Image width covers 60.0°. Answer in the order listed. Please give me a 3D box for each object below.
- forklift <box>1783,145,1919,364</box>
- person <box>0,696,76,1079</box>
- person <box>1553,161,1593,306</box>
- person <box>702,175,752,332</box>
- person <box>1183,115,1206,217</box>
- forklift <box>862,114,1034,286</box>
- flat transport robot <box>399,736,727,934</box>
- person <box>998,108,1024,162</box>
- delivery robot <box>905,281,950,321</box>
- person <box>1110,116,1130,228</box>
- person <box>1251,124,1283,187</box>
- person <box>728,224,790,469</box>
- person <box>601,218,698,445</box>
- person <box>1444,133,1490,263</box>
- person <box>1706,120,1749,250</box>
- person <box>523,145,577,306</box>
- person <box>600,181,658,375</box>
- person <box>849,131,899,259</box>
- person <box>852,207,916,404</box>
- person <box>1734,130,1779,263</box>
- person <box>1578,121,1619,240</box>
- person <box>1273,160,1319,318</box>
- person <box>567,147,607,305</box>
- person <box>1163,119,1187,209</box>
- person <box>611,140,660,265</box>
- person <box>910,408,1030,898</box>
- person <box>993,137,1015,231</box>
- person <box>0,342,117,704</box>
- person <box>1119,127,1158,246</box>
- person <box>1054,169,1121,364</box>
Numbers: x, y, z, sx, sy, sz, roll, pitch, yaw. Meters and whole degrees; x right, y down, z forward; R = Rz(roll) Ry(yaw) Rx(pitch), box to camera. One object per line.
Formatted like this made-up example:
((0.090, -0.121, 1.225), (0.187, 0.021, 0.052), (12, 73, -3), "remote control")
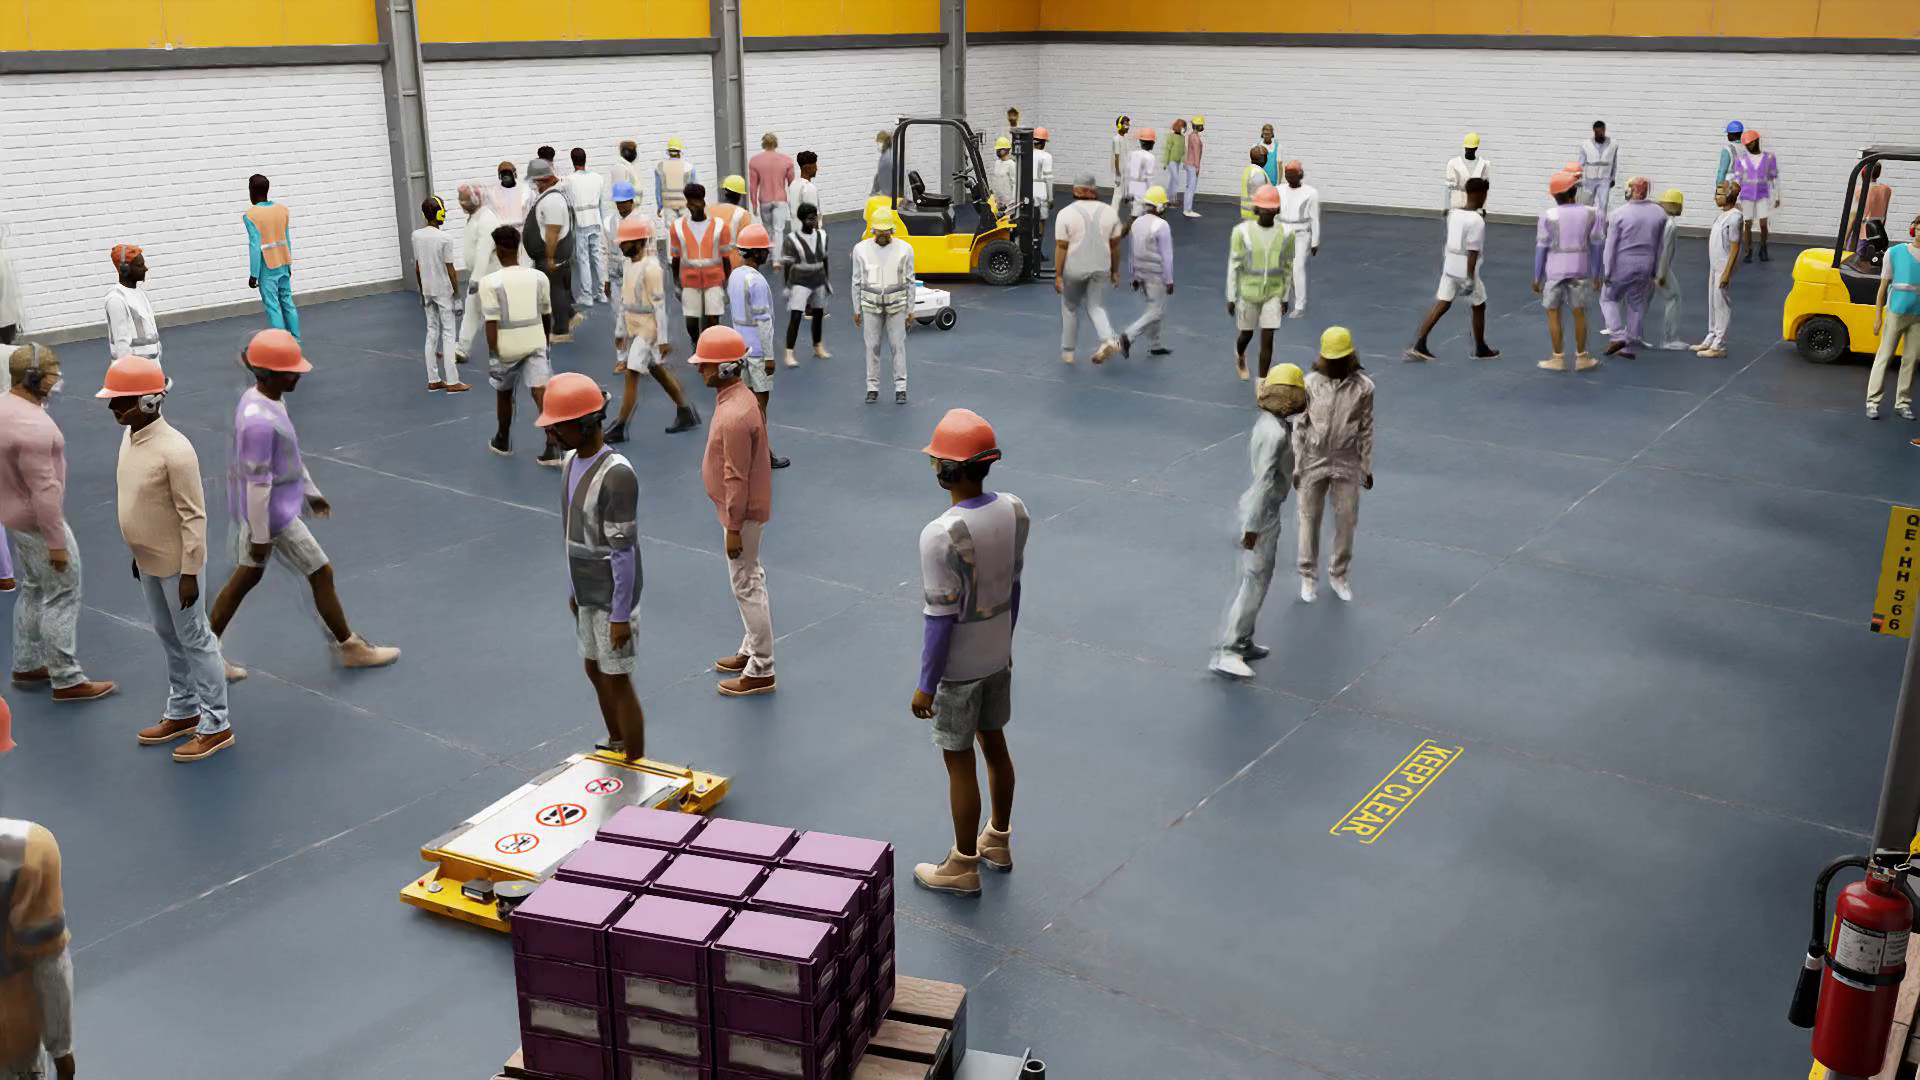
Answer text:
((9.803, -2.879, 17.013), (2.313, 2.155, 1.214), (12, 21, 33), "forklift")
((-2.610, 1.329, 4.319), (0.593, 1.906, 0.697), (-4, 18, -14), "person")
((7.492, -3.778, 20.535), (0.564, 1.752, 0.337), (-7, 19, -21), "person")
((-2.454, -2.935, 17.745), (0.619, 1.854, 0.853), (6, 19, 18), "person")
((4.144, -6.593, 29.339), (0.339, 1.757, 0.519), (-2, 18, -7), "person")
((-0.171, -4.594, 22.377), (2.313, 2.155, 1.214), (1, 18, 3), "forklift")
((-1.681, 1.243, 7.228), (0.652, 0.197, 1.431), (8, 19, 24), "flat transport robot")
((0.945, -6.879, 30.137), (0.509, 1.817, 0.995), (5, 18, 14), "person")
((-0.472, -2.715, 18.999), (0.707, 0.478, 0.477), (-12, 21, -33), "delivery robot")
((2.638, -6.024, 27.382), (0.311, 1.865, 0.534), (4, 18, 11), "person")
((4.825, -5.627, 26.237), (0.514, 1.803, 0.921), (2, 18, 8), "person")
((-1.613, -1.530, 13.208), (0.356, 1.938, 0.543), (-11, 21, -31), "person")
((-2.692, -1.782, 14.092), (1.010, 1.886, 0.566), (-11, 21, -31), "person")
((6.981, -4.635, 22.942), (0.594, 1.922, 0.375), (0, 18, 1), "person")
((11.654, -5.351, 25.170), (0.612, 1.939, 0.416), (-9, 20, -25), "person")
((-4.990, -3.814, 20.308), (0.607, 1.966, 0.367), (-3, 18, -10), "person")
((-3.284, -2.598, 16.557), (0.604, 1.938, 0.426), (4, 18, 11), "person")
((-1.137, -4.849, 23.649), (0.977, 1.891, 0.714), (-1, 18, -4), "person")
((-0.705, -2.163, 15.384), (0.595, 1.820, 0.403), (0, 18, 0), "person")
((11.436, -4.929, 23.935), (0.661, 1.882, 0.387), (7, 19, 22), "person")
((10.110, -5.707, 26.411), (0.625, 1.850, 0.695), (3, 18, 10), "person")
((4.011, -3.590, 19.801), (0.603, 1.846, 0.575), (14, 22, 36), "person")
((-4.626, -3.878, 20.586), (0.371, 1.915, 0.595), (14, 22, 37), "person")
((4.012, -6.898, 30.516), (0.677, 1.602, 0.518), (17, 24, 42), "person")
((-4.647, -4.671, 23.254), (0.616, 1.842, 0.632), (2, 18, 7), "person")
((0.016, 0.470, 6.781), (0.377, 2.045, 0.605), (13, 22, 34), "person")
((0.640, -4.964, 24.228), (0.331, 1.767, 0.527), (-11, 21, -30), "person")
((-4.823, -0.068, 8.667), (0.483, 1.919, 0.691), (-14, 23, -38), "person")
((2.576, -5.094, 24.443), (0.979, 1.898, 0.553), (-9, 20, -25), "person")
((1.315, -2.768, 16.914), (0.721, 2.000, 0.820), (-5, 18, -15), "person")
